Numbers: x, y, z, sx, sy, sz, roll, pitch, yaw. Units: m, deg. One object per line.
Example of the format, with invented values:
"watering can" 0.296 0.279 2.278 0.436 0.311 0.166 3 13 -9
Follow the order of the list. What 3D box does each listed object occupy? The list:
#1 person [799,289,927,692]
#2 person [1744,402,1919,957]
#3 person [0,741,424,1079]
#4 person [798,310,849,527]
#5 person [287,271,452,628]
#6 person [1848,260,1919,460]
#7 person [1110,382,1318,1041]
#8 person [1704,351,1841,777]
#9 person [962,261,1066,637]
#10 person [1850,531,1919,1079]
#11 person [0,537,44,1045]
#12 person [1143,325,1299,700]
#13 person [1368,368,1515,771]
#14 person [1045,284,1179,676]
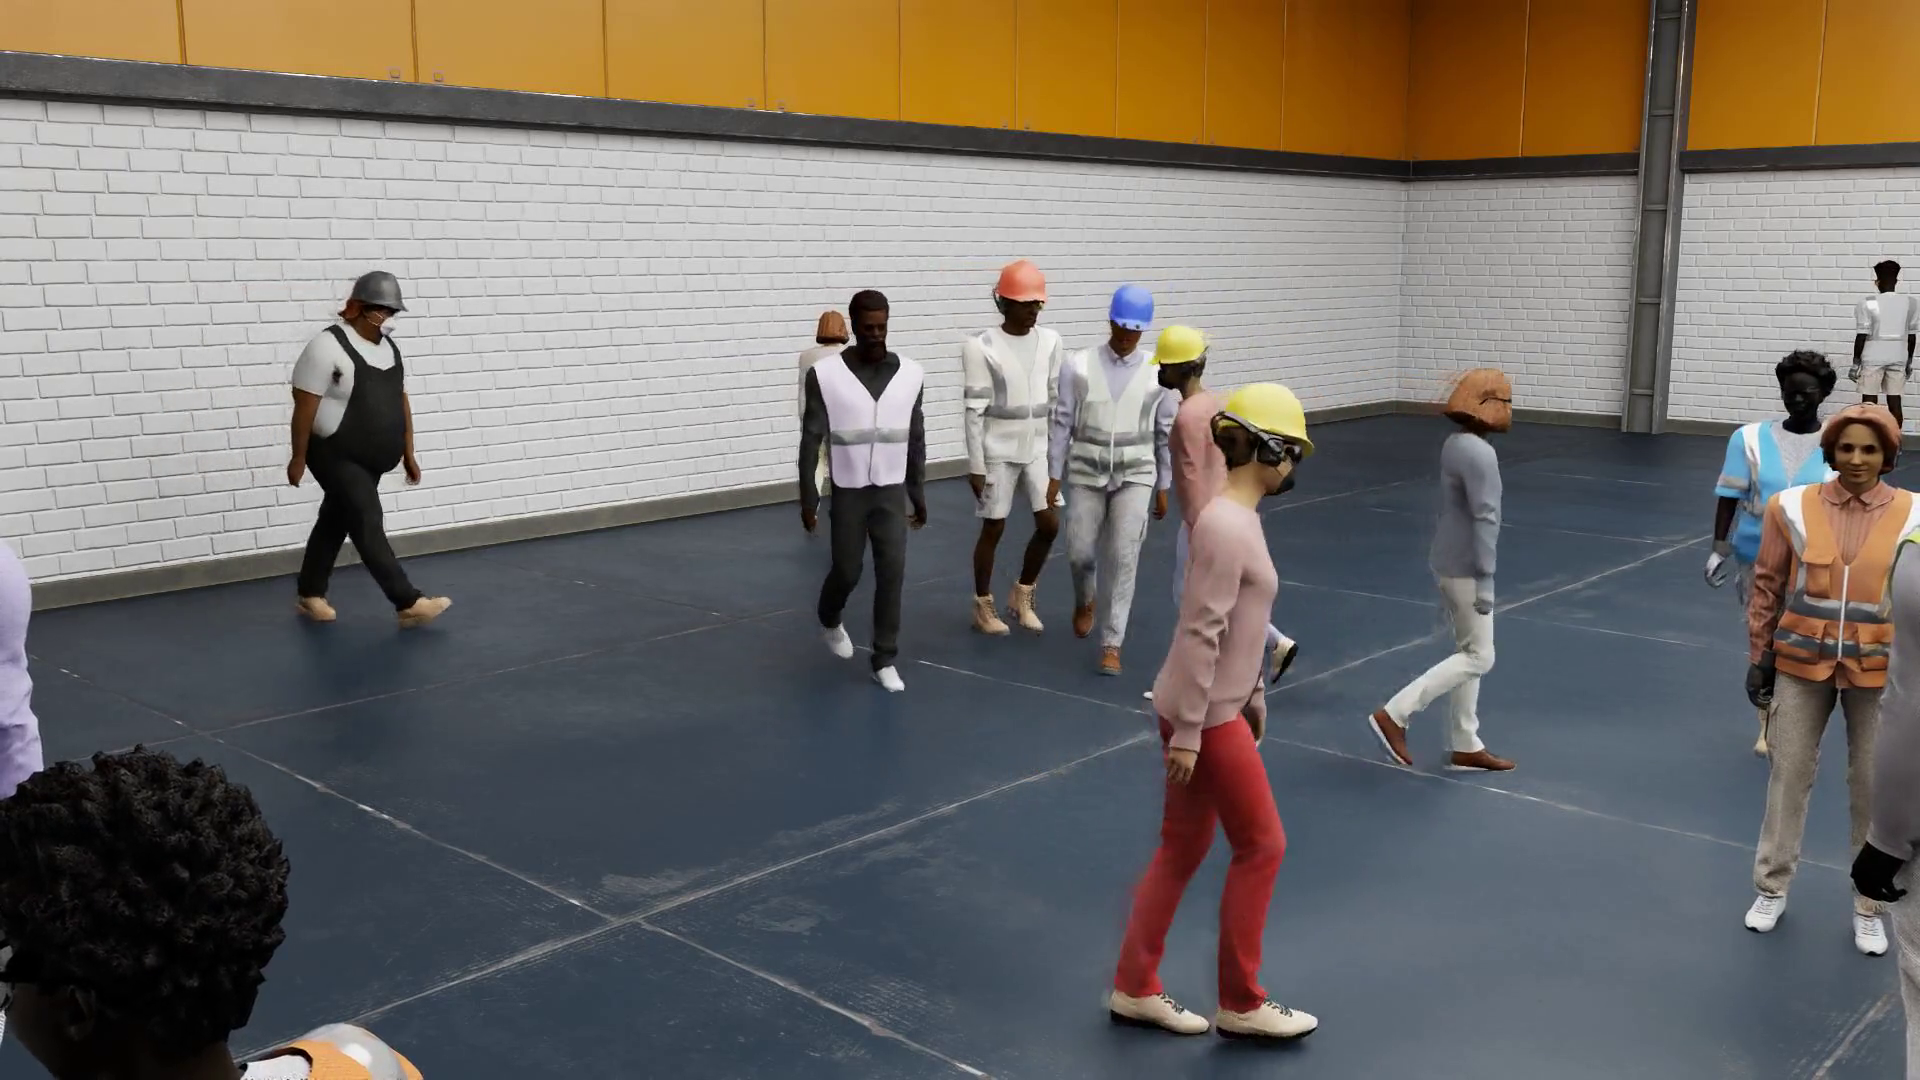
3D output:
"person" -0.482 -0.252 7.949 0.637 1.894 0.658 -4 11 -23
"person" 2.615 0.404 4.948 0.518 1.632 0.312 6 12 32
"person" -0.614 0.998 1.407 0.321 1.689 0.530 3 10 17
"person" -0.917 -0.867 12.197 0.522 1.629 0.392 2 10 12
"person" -3.300 -0.538 9.143 1.092 2.000 0.691 3 10 15
"person" 9.032 -1.755 16.295 0.608 1.962 0.381 0 10 2
"person" 0.695 0.457 4.347 0.617 1.719 0.553 1 10 7
"person" 3.225 0.102 6.547 0.544 1.666 0.772 8 12 37
"person" 0.287 -0.456 8.798 0.644 2.002 0.601 -6 12 -30
"person" 2.102 0.574 3.384 0.624 1.844 0.430 -2 10 -11
"person" -1.815 0.642 2.730 0.371 1.935 0.629 10 14 44
"person" 1.153 -0.098 7.492 0.617 1.742 0.531 3 10 17
"person" 1.930 0.130 6.535 0.509 1.615 0.521 1 10 5
"person" 0.752 -0.317 8.281 0.657 1.905 0.710 1 10 6
